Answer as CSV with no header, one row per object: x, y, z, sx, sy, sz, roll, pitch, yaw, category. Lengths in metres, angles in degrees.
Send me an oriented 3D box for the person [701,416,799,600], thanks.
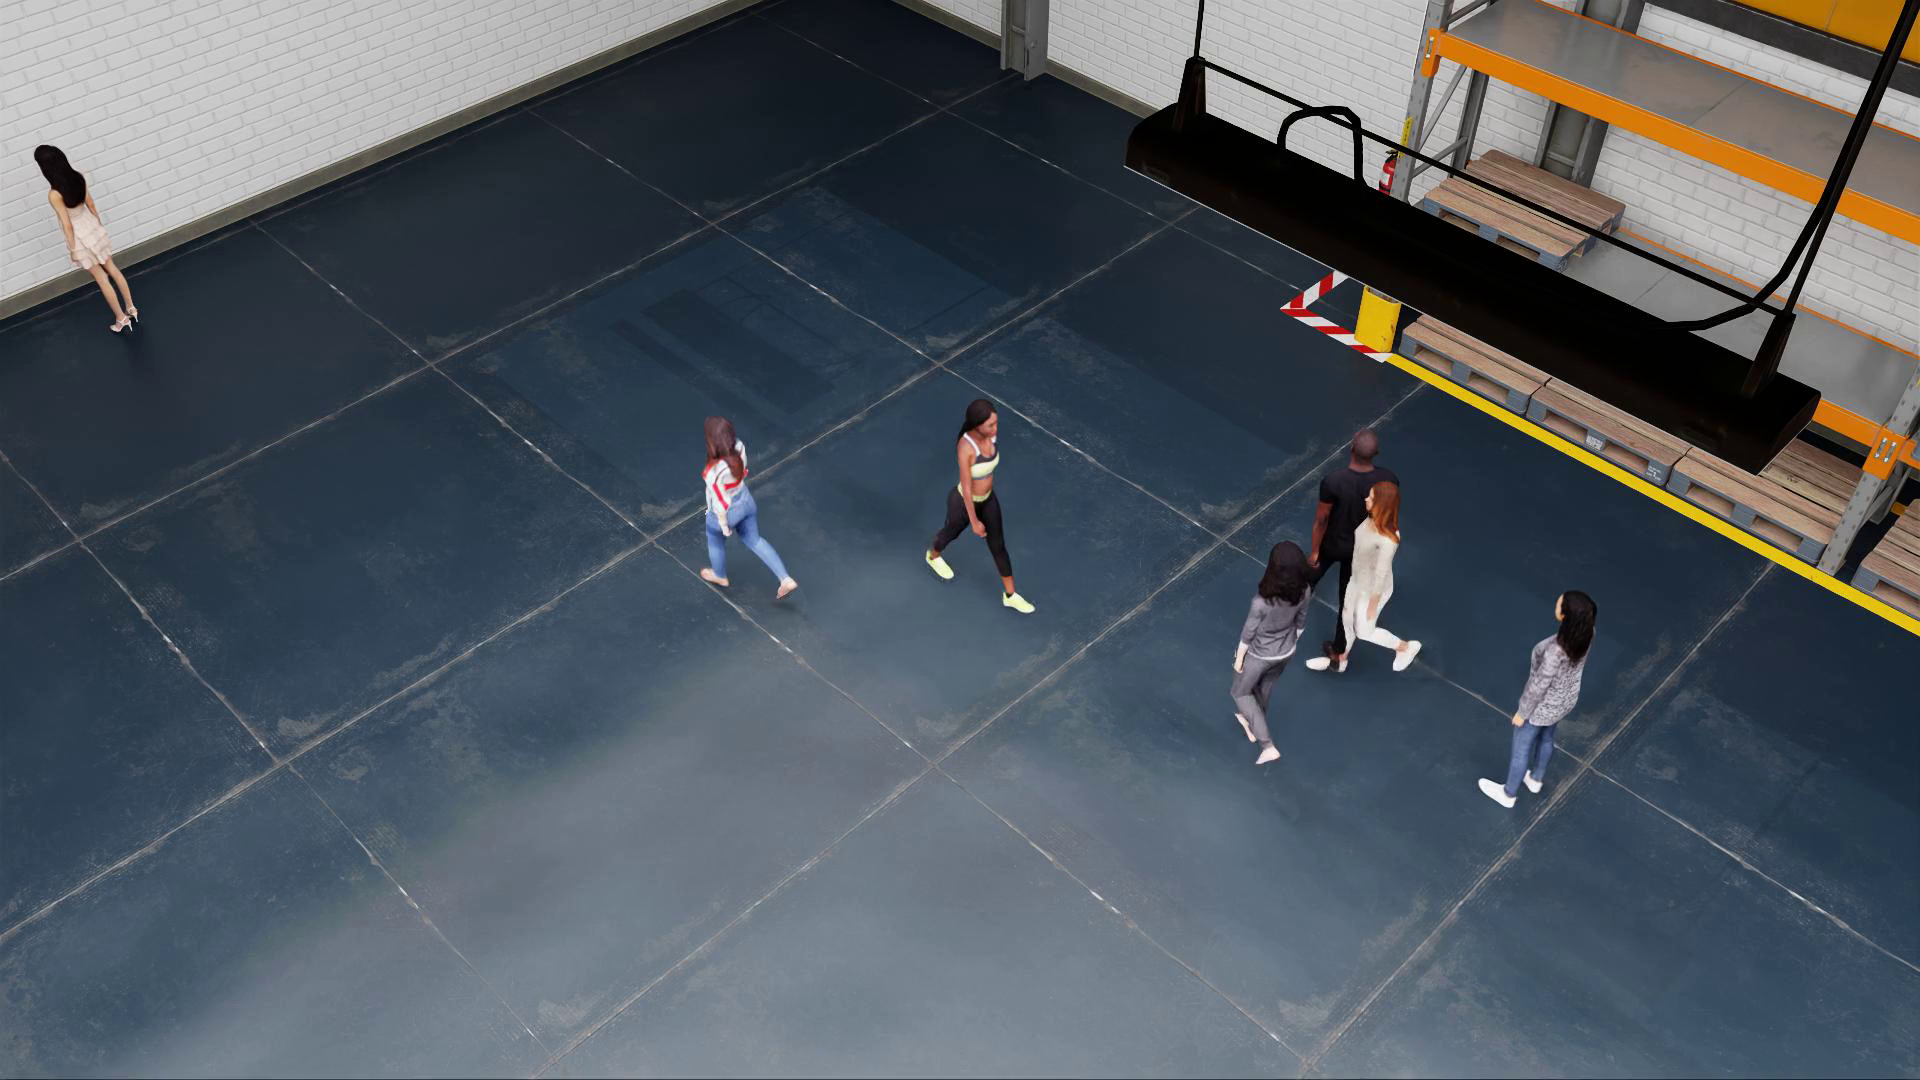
-1.486,-0.191,11.376,1.085,1.587,0.760,22,48,22,person

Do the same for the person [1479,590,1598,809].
3.559,0.969,10.055,0.643,1.731,0.573,-28,50,-26,person

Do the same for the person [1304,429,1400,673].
2.560,0.111,10.931,1.205,1.765,1.257,0,44,0,person

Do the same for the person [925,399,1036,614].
0.007,-0.278,11.388,1.171,1.698,0.578,32,52,29,person

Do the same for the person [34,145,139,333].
-7.152,-2.464,13.653,0.684,1.738,0.657,9,44,9,person

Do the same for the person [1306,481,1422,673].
2.742,0.287,10.797,1.027,1.696,0.971,2,44,2,person

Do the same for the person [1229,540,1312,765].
1.935,0.754,10.273,0.784,1.742,0.919,-16,46,-16,person
